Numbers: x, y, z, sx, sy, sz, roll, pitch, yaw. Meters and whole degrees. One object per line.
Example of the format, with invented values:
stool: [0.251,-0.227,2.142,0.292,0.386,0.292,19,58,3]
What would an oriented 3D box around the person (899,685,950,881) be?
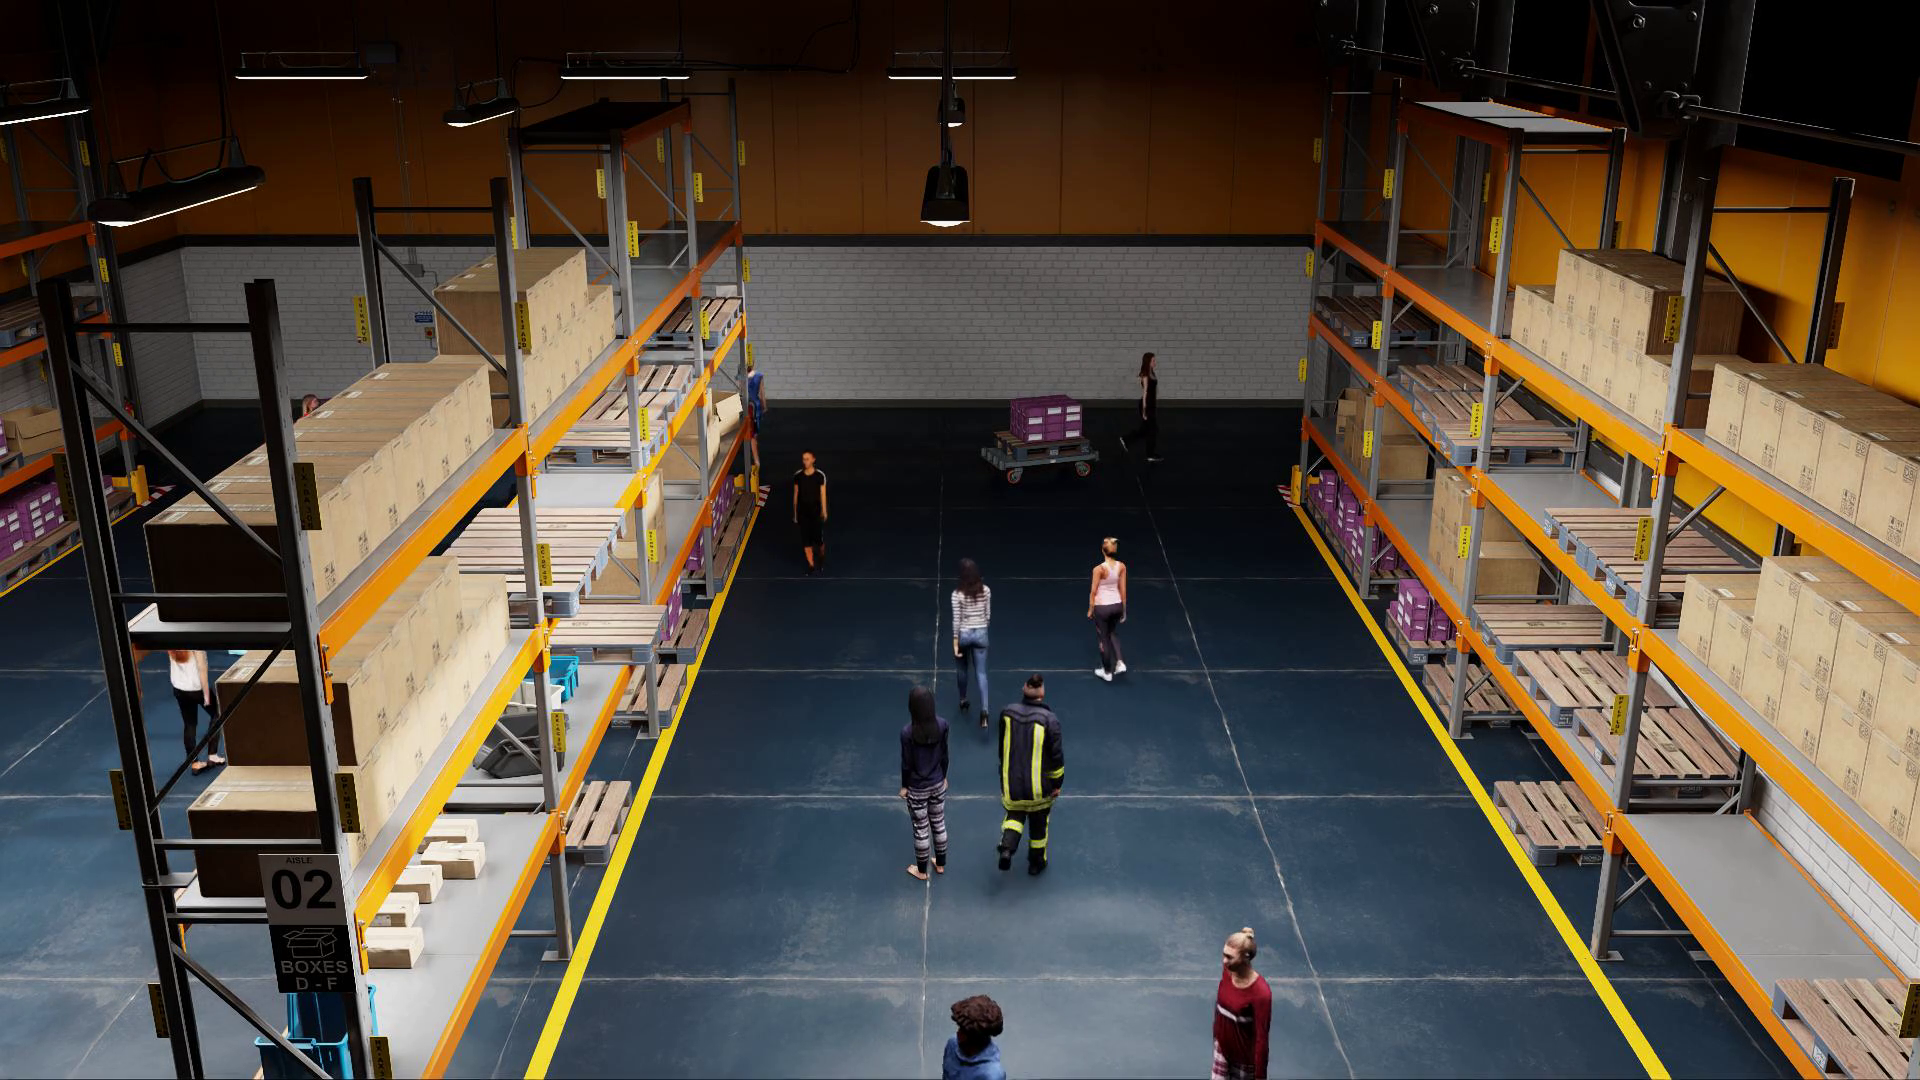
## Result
person: [-0.287,2.030,13.974,0.675,1.732,0.669,-10,21,-26]

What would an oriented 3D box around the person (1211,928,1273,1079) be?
person: [1.828,3.223,10.519,0.996,1.676,0.989,-13,22,-33]

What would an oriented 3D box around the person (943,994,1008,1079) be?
person: [0.142,3.428,9.733,1.013,1.789,1.092,-9,21,-26]

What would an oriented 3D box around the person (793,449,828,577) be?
person: [-1.887,-0.385,21.255,0.651,1.662,0.704,4,19,13]

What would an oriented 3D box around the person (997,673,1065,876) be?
person: [0.539,1.986,13.921,0.921,1.850,0.988,7,20,21]

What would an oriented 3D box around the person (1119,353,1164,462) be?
person: [2.877,-2.102,26.251,0.920,1.727,1.020,9,21,25]

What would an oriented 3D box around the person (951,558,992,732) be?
person: [0.154,1.088,16.743,0.774,1.751,1.187,-4,19,-13]

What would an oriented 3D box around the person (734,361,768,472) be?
person: [-3.186,-1.929,25.667,0.981,1.771,1.114,-12,22,-31]

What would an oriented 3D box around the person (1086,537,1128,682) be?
person: [1.634,0.769,17.864,0.690,1.640,0.751,-9,21,-25]

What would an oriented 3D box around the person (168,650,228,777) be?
person: [-7.325,1.447,15.737,0.638,1.711,0.645,5,19,15]

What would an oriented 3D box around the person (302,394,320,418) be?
person: [-9.317,-1.246,23.834,0.822,1.648,1.114,-4,19,-13]
